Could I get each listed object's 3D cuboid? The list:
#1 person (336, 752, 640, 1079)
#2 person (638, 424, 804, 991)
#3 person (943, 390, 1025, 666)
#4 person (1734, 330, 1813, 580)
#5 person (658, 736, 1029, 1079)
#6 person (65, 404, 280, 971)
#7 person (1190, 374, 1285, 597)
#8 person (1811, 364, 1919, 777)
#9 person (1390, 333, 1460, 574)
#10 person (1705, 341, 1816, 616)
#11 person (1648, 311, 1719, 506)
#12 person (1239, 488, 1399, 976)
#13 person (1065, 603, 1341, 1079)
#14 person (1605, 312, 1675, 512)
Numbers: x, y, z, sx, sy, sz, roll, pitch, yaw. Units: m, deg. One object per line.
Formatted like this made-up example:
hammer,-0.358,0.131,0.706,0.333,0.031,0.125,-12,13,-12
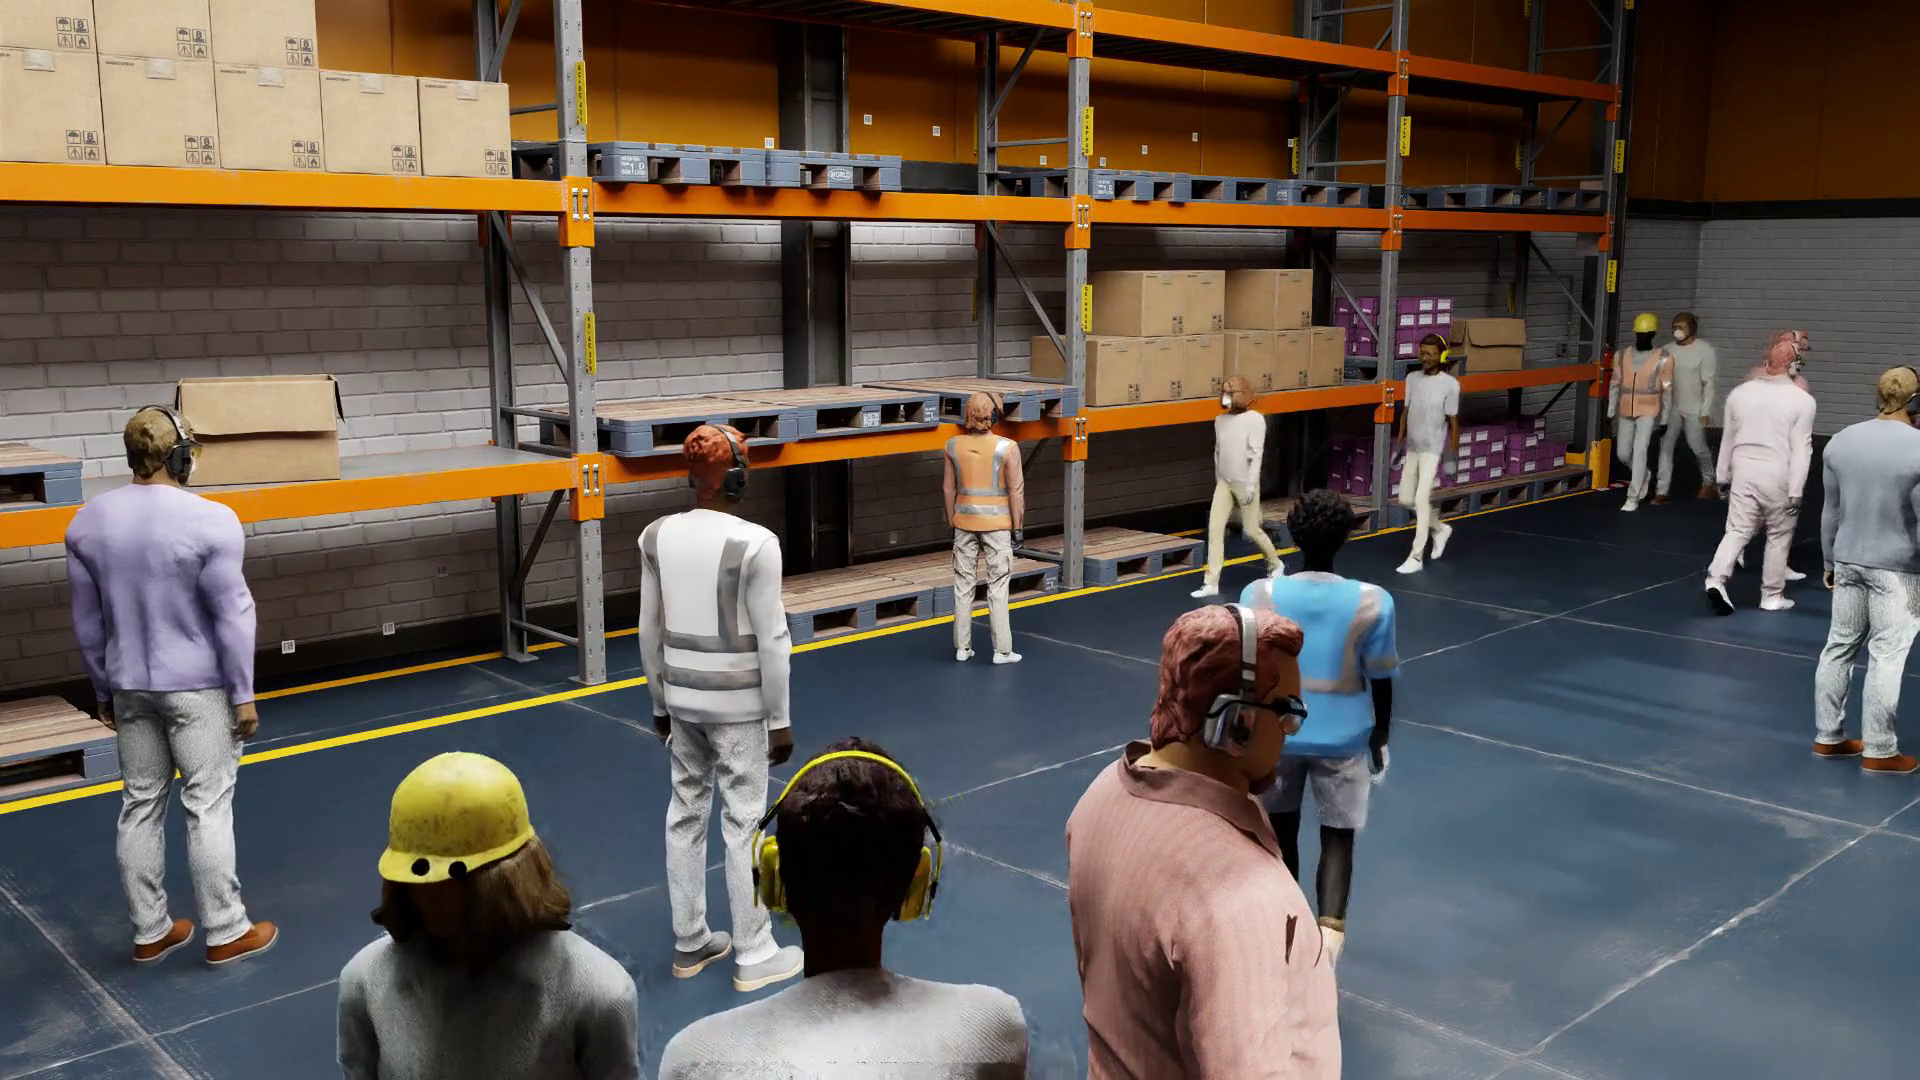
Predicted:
person,-0.741,1.134,2.693,0.498,1.701,0.901,2,10,11
person,-0.800,0.557,5.542,0.575,1.883,0.362,6,11,31
person,0.140,-0.064,9.884,0.514,1.641,0.307,4,11,23
person,6.106,-0.627,12.445,0.492,1.887,0.662,-1,10,-5
person,-0.143,1.164,2.213,0.526,1.811,1.010,-3,10,-16
person,-2.681,0.509,5.660,0.629,1.939,0.371,2,10,10
person,2.026,-0.396,11.941,0.757,1.604,0.500,-8,12,-38
person,4.325,0.144,7.822,0.358,1.933,0.630,-4,11,-24
person,3.622,-0.687,12.915,0.725,1.850,0.555,-6,11,-32
person,5.376,-0.402,11.214,0.868,1.869,0.677,-6,12,-33
person,7.180,-1.296,16.349,0.919,1.911,0.638,-8,13,-39
person,1.163,0.670,5.503,0.540,1.678,0.702,3,10,16
person,0.400,1.037,2.680,0.407,1.902,0.639,-2,10,-14
person,6.562,-1.240,16.002,0.747,1.905,0.599,-9,13,-41
